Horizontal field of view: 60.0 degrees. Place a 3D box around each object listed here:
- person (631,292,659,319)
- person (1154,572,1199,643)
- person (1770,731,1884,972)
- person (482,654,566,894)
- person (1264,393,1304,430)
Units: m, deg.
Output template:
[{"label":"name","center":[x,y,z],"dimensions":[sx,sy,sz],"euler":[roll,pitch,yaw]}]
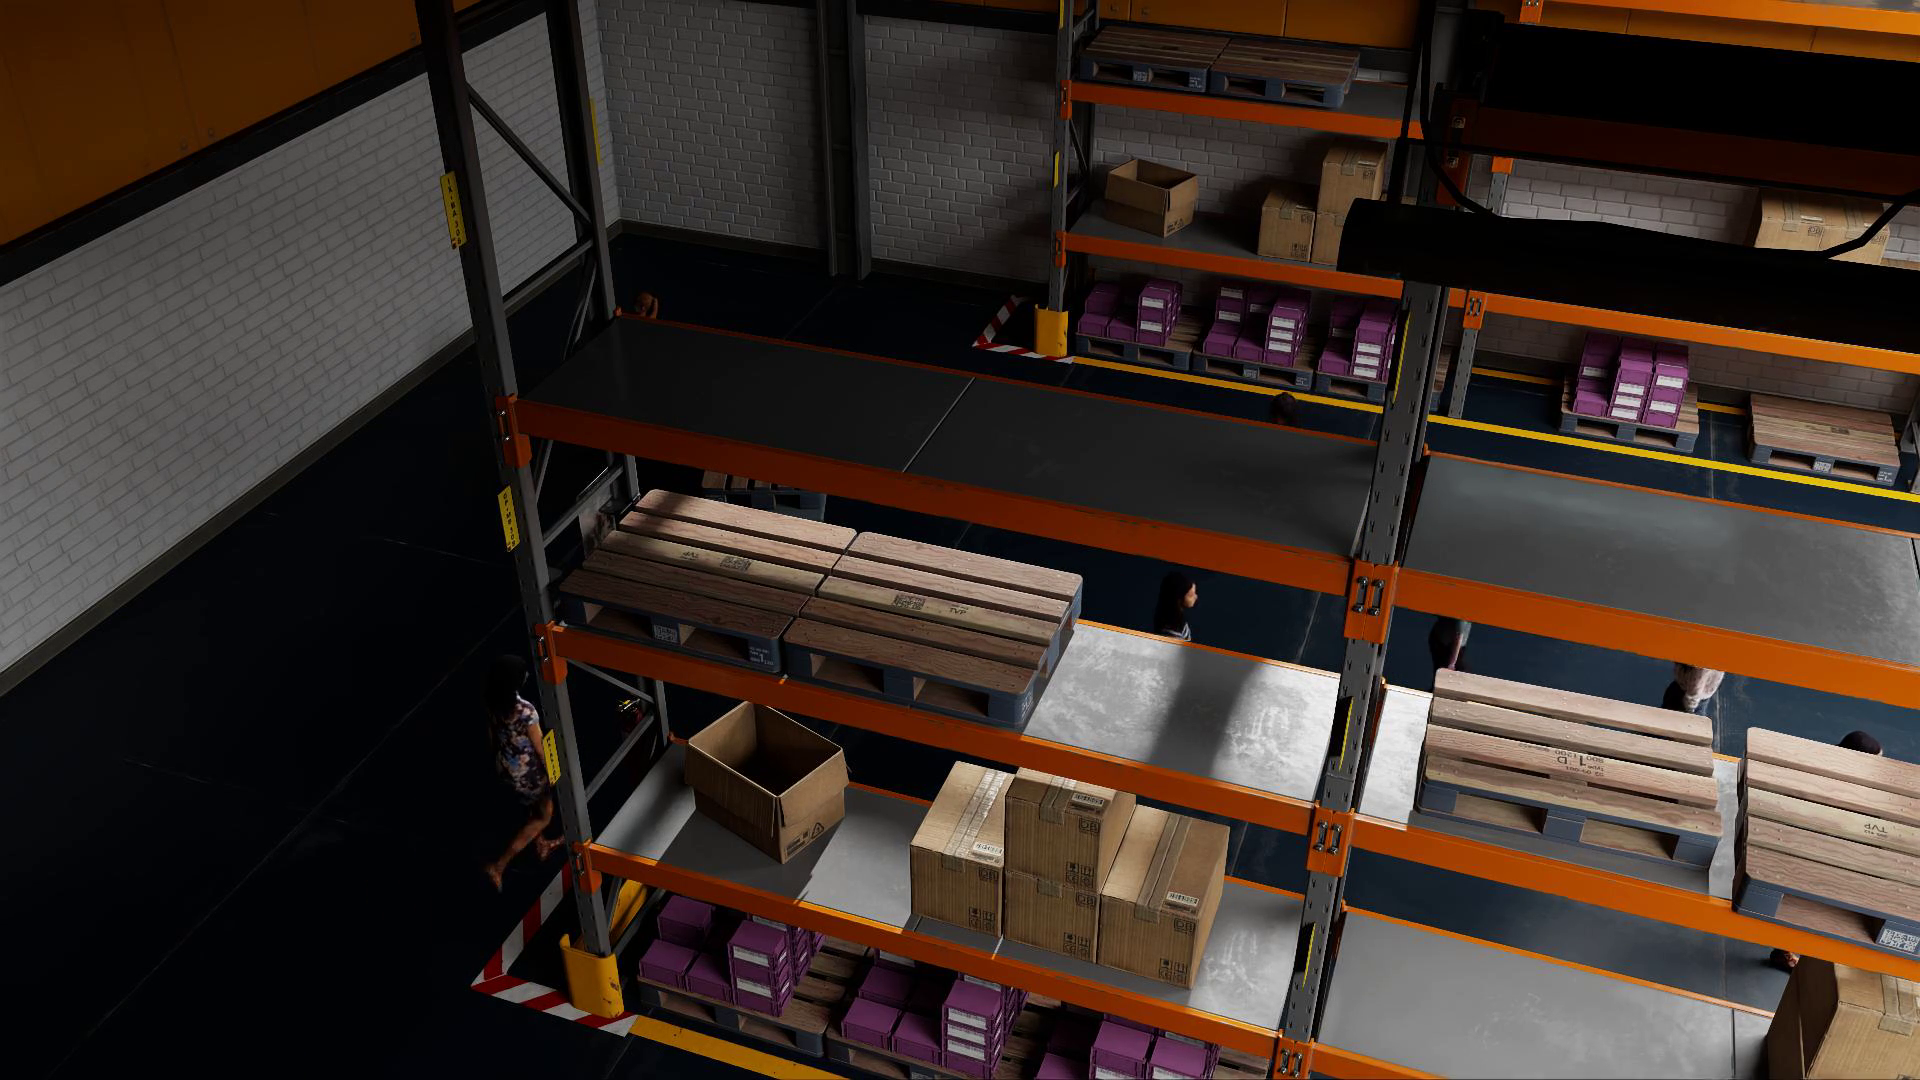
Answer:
[{"label":"person","center":[-2.922,-1.719,15.506],"dimensions":[0.530,1.280,0.509],"euler":[8,34,12]},{"label":"person","center":[1.293,0.959,11.050],"dimensions":[1.191,1.754,0.896],"euler":[-2,34,-3]},{"label":"person","center":[5.082,1.818,9.790],"dimensions":[0.496,1.719,0.589],"euler":[11,35,16]},{"label":"person","center":[-2.757,1.468,10.315],"dimensions":[0.930,1.720,0.815],"euler":[19,38,26]},{"label":"person","center":[2.676,-0.472,13.336],"dimensions":[1.366,1.608,1.272],"euler":[-12,35,-17]}]
